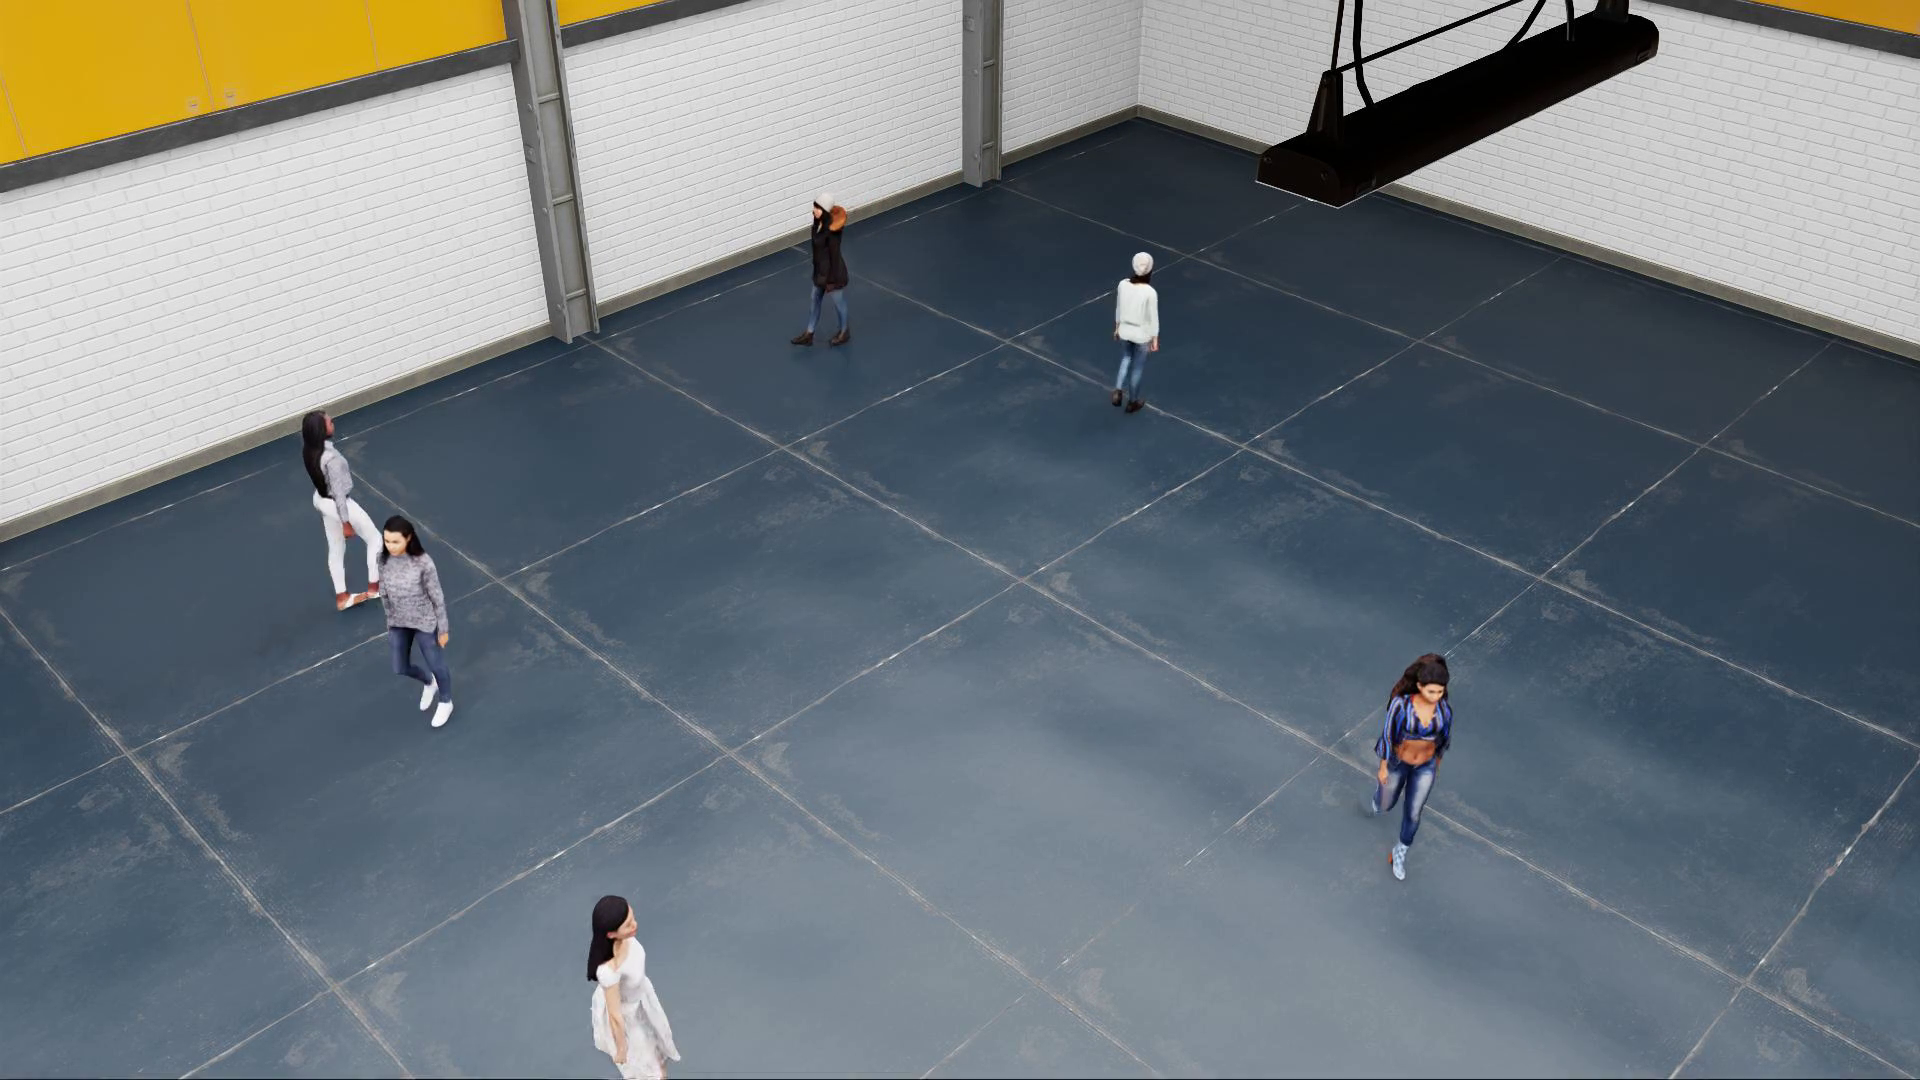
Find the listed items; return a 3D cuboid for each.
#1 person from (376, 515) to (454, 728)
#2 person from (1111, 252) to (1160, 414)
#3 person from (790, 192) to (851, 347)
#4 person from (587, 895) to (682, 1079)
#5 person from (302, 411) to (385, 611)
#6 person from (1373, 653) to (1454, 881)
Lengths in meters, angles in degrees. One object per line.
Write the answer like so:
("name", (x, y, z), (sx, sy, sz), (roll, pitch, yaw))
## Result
("person", (-3.759, 0.513, 11.638), (0.768, 1.719, 0.804), (7, 34, 10))
("person", (1.577, -1.871, 15.296), (0.645, 1.640, 0.728), (22, 39, 29))
("person", (-1.240, -2.692, 16.554), (0.904, 1.616, 0.712), (-22, 39, -29))
("person", (-1.804, 2.507, 8.600), (0.903, 1.762, 0.831), (-4, 34, -6))
("person", (-4.827, -0.190, 12.703), (0.725, 1.712, 0.642), (-26, 42, -34))
("person", (2.803, 1.373, 10.448), (0.909, 1.605, 0.981), (1, 34, 2))
